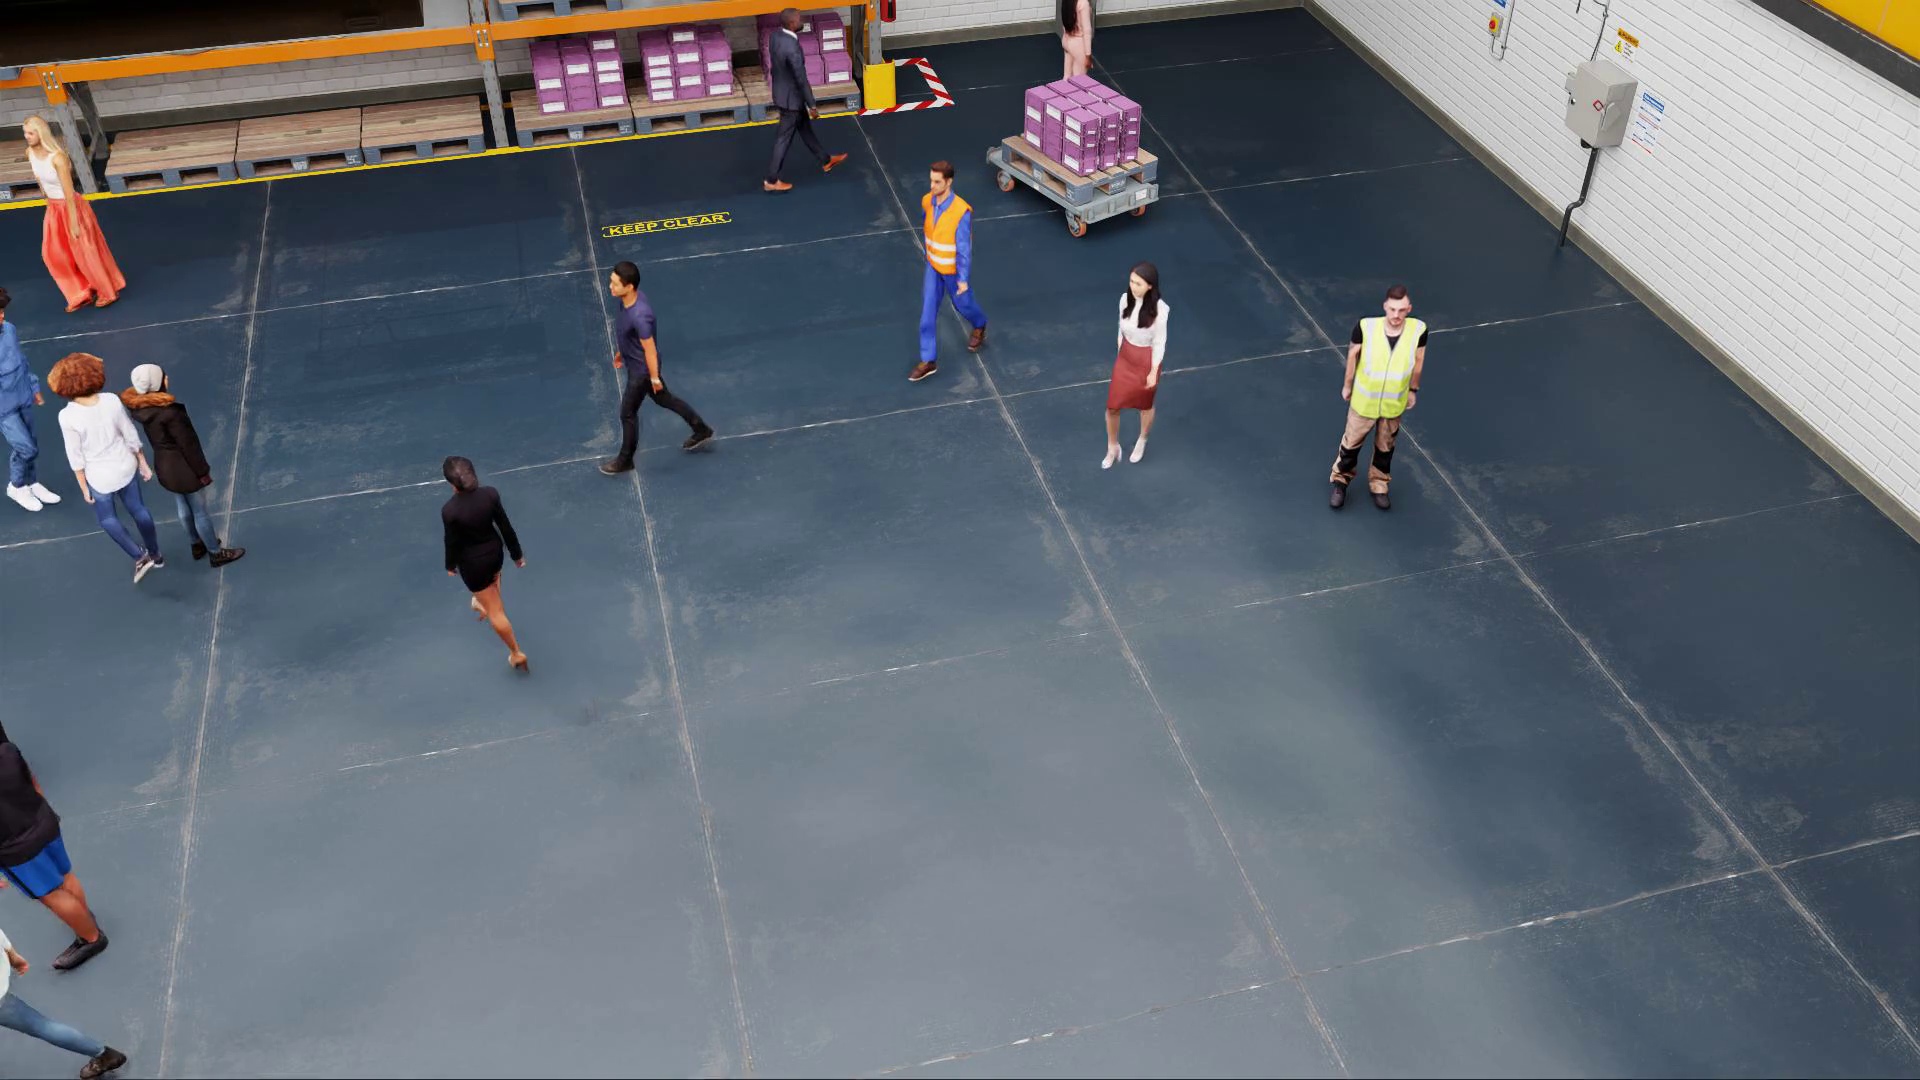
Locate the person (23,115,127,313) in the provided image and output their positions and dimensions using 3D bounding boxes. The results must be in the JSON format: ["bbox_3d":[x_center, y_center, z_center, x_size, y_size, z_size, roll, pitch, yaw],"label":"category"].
[{"bbox_3d":[-7.589,-2.835,14.312,0.896,1.787,0.950,18,42,21],"label":"person"}]

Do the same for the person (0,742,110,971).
[{"bbox_3d":[-4.933,1.581,8.785,0.785,1.783,0.758,7,39,9],"label":"person"}]

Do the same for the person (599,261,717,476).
[{"bbox_3d":[-2.280,-1.310,12.431,1.161,1.751,0.688,-12,40,-14],"label":"person"}]

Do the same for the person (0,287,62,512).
[{"bbox_3d":[-6.988,-1.030,12.051,0.831,1.787,0.843,9,40,12],"label":"person"}]

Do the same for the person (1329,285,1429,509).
[{"bbox_3d":[3.036,-1.036,12.013,0.757,1.844,0.862,3,39,4],"label":"person"}]

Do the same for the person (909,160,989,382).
[{"bbox_3d":[-0.037,-2.232,13.523,1.179,1.829,1.281,22,44,26],"label":"person"}]

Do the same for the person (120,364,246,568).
[{"bbox_3d":[-5.413,-0.520,11.537,0.745,1.632,0.794,24,44,27],"label":"person"}]

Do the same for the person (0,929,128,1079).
[{"bbox_3d":[-4.687,2.184,8.178,1.138,1.599,0.604,-8,39,-9],"label":"person"}]

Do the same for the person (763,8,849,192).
[{"bbox_3d":[-1.704,-4.198,16.027,1.229,1.776,0.843,-16,41,-19],"label":"person"}]

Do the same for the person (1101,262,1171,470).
[{"bbox_3d":[1.395,-1.323,12.459,0.775,1.736,0.837,24,45,27],"label":"person"}]

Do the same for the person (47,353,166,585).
[{"bbox_3d":[-5.786,-0.444,11.403,0.942,1.680,0.902,26,45,29],"label":"person"}]

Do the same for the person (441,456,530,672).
[{"bbox_3d":[-2.999,0.208,10.649,1.045,1.602,0.972,-31,48,-33],"label":"person"}]

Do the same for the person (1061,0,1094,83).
[{"bbox_3d":[1.195,-5.056,17.144,0.597,1.723,0.656,-17,42,-20],"label":"person"}]
